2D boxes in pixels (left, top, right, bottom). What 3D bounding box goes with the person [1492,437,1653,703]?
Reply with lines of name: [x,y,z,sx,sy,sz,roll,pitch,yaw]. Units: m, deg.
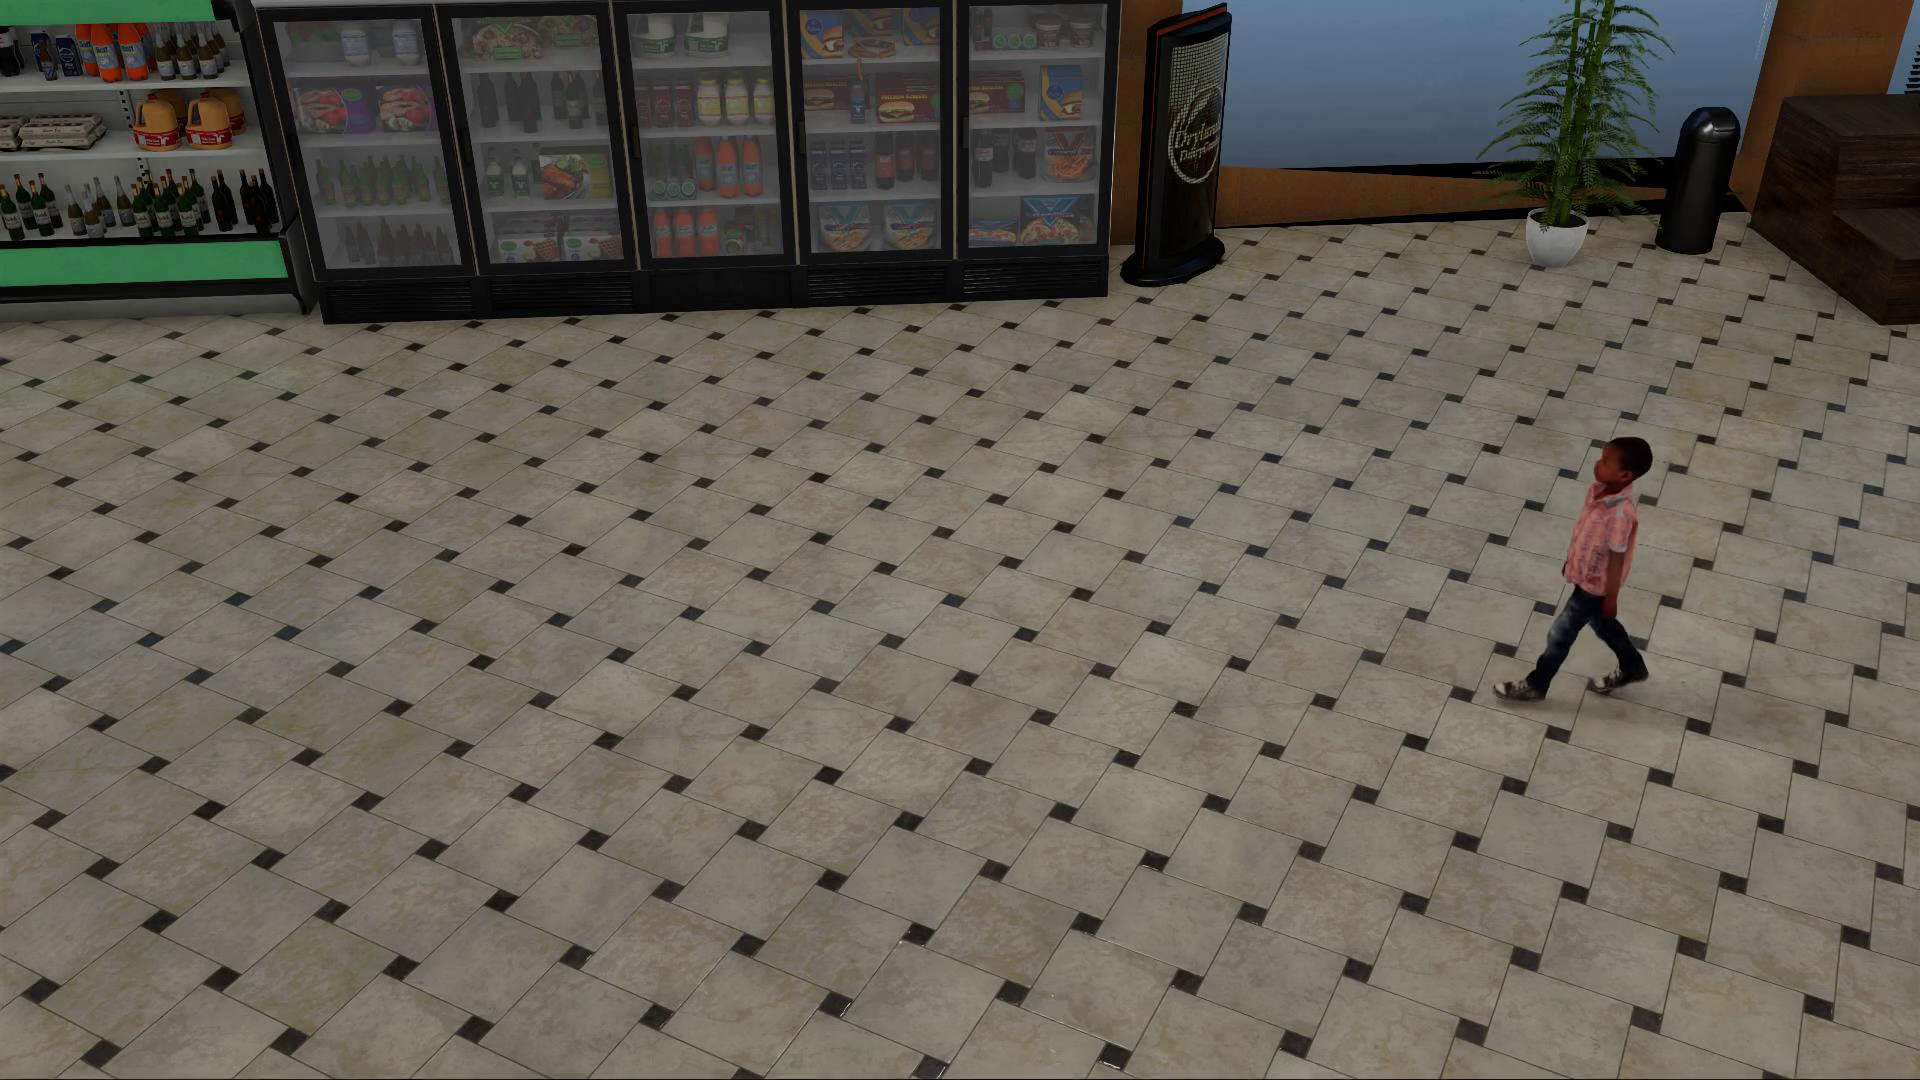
person: [2.749,0.153,7.014,0.935,1.291,0.610,2,32,4]
